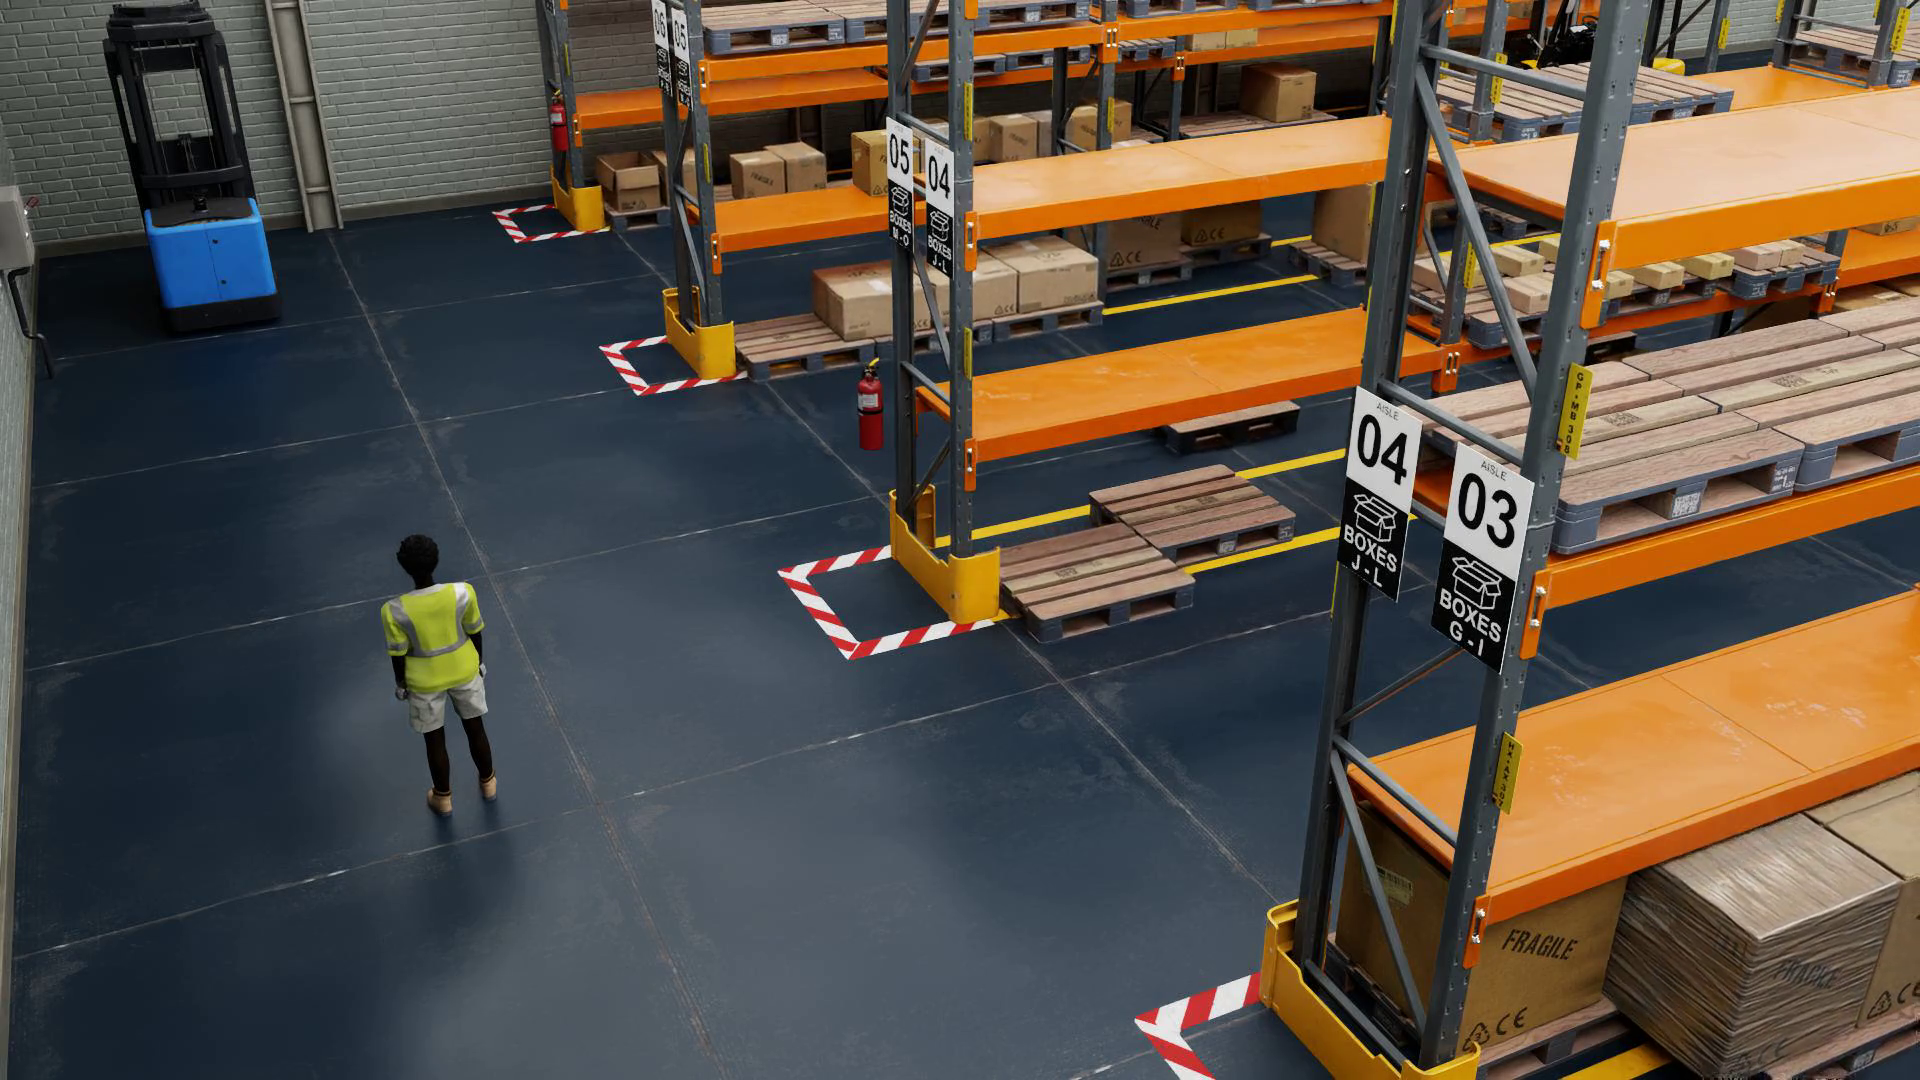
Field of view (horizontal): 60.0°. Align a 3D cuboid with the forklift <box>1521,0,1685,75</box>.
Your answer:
[{"bbox_3d":[8.950,-6.807,23.056,1.214,2.155,2.313,-12,30,-22],"label":"forklift"}]

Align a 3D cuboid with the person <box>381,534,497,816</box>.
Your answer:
[{"bbox_3d":[-2.846,0.745,9.127,0.532,1.692,0.319,-16,31,-27],"label":"person"}]

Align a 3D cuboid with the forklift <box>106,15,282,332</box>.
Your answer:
[{"bbox_3d":[-7.548,-3.672,16.323,1.129,2.768,1.873,-12,30,-22],"label":"forklift"}]
